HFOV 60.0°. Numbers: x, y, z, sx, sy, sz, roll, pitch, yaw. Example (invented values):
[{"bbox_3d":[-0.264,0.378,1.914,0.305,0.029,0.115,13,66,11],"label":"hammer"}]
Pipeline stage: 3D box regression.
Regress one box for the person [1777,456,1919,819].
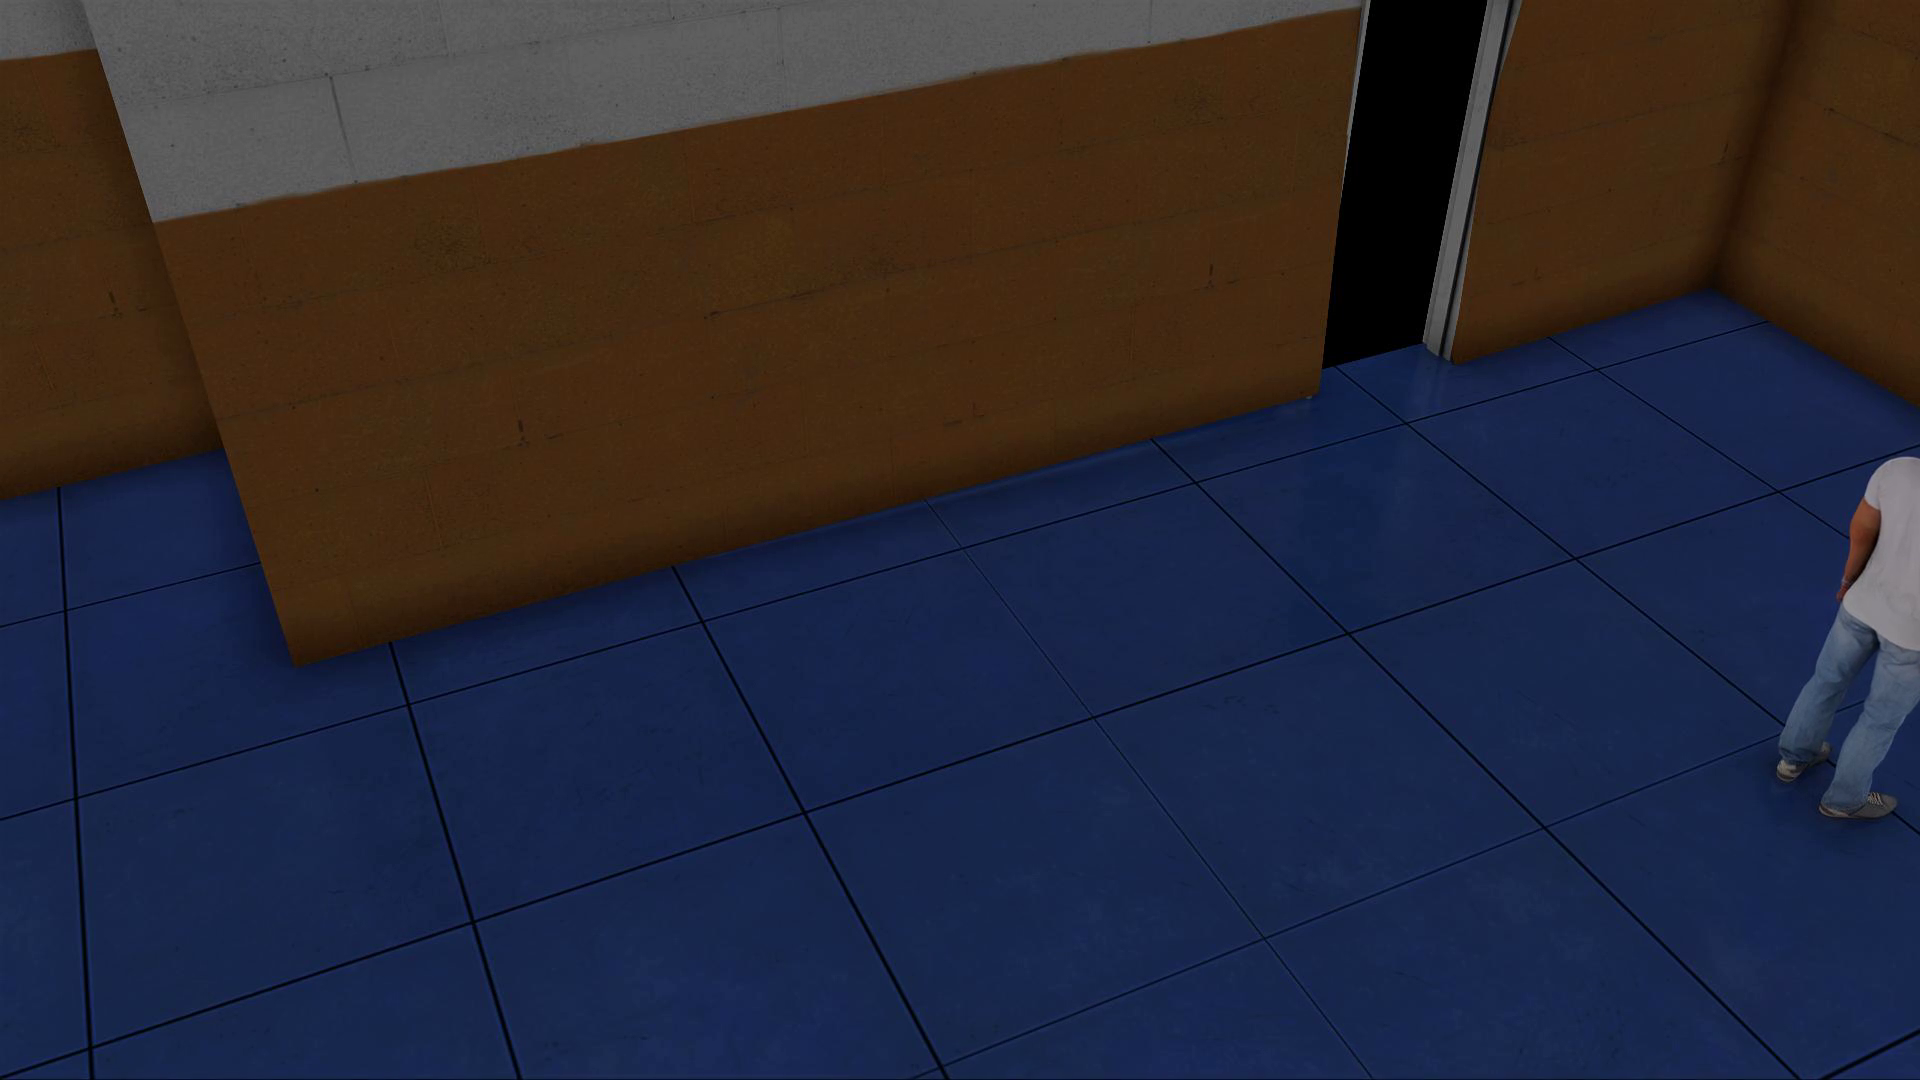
[{"bbox_3d":[3.535,0.272,6.283,0.743,1.864,0.499,-13,39,-17],"label":"person"}]
